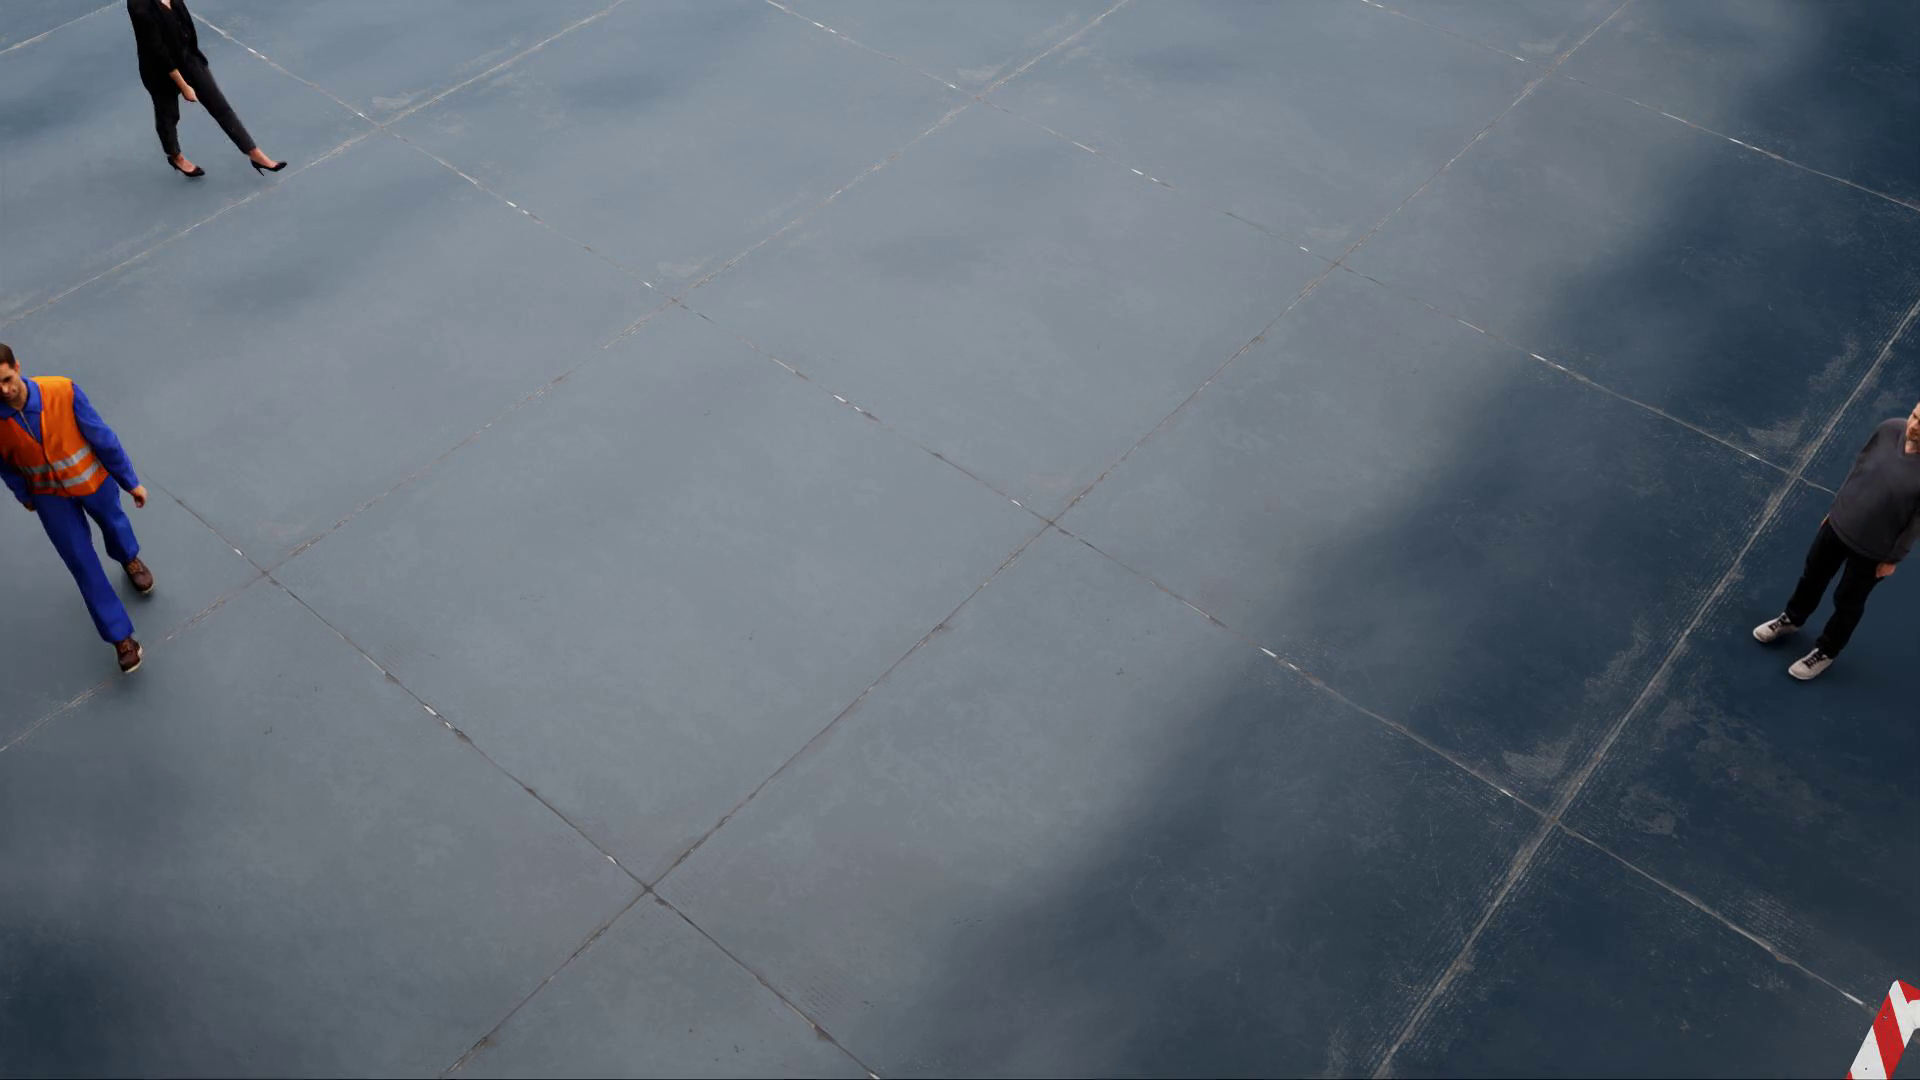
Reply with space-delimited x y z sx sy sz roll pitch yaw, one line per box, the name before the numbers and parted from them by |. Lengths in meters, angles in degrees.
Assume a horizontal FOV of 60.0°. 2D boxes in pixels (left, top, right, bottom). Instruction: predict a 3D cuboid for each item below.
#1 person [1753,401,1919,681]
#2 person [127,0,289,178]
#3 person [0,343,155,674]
person | 4.312 -0.040 7.903 0.749 1.760 0.620 -19 50 -16
person | -5.142 -3.016 10.713 1.186 1.674 1.008 6 48 6
person | -4.334 -0.314 8.119 0.950 1.815 1.253 -25 52 -22
